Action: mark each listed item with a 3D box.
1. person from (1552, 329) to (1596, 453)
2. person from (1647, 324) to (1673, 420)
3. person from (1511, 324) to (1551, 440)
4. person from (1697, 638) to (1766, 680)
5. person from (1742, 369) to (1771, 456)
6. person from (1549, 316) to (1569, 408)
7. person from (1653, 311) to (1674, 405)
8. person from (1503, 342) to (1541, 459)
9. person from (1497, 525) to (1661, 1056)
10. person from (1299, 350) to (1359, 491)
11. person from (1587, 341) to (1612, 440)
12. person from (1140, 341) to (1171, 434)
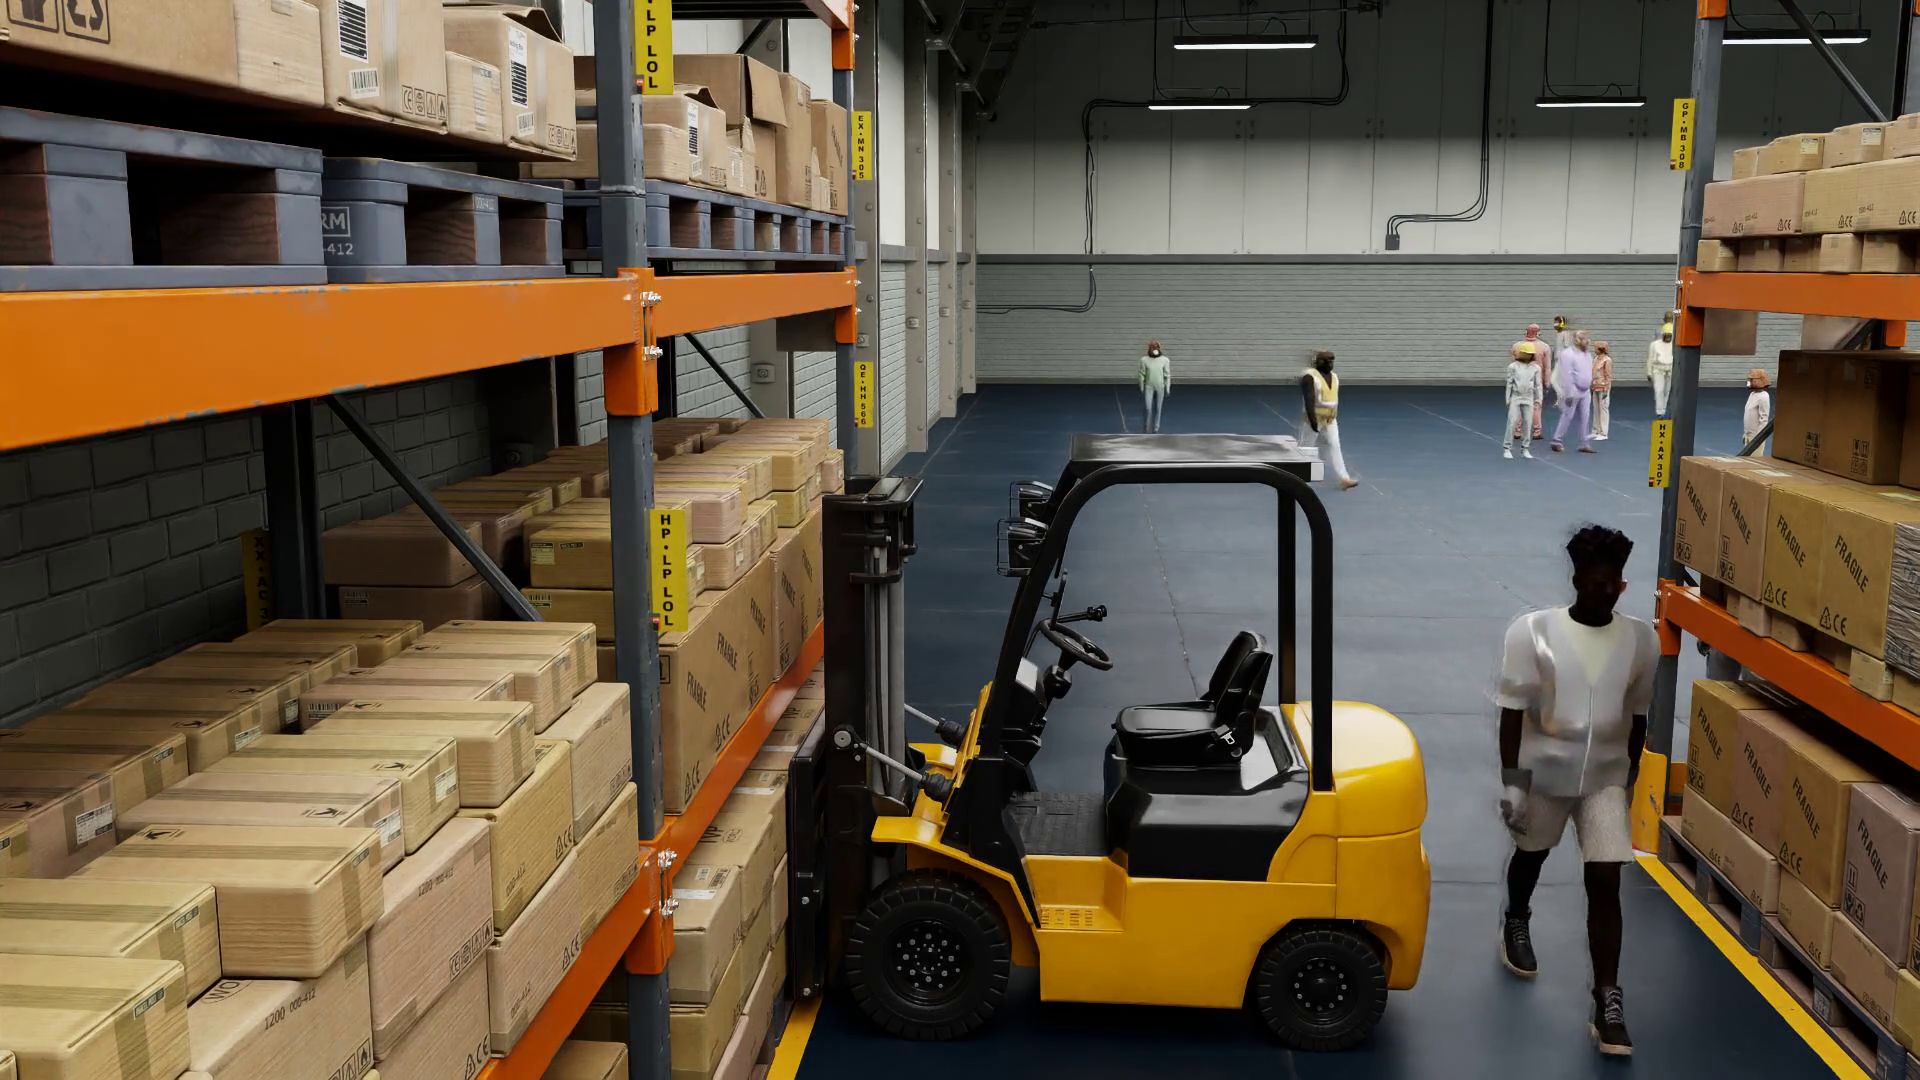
[{"bbox_3d":[9.464,-2.266,25.479,0.658,1.925,0.482,-5,11,-30],"label":"person"},{"bbox_3d":[12.989,-3.069,30.578,0.608,1.782,0.913,2,10,11],"label":"person"},{"bbox_3d":[9.410,-2.605,27.434,0.651,1.907,0.409,5,11,28],"label":"person"},{"bbox_3d":[4.258,0.541,9.055,0.322,1.689,0.545,-4,10,-21],"label":"person"},{"bbox_3d":[9.527,-1.236,19.961,0.286,1.633,0.500,1,9,6],"label":"person"},{"bbox_3d":[11.968,-3.547,33.302,0.444,1.854,0.525,1,9,4],"label":"person"},{"bbox_3d":[14.536,-3.728,34.160,0.627,1.935,0.371,-1,9,-4],"label":"person"},{"bbox_3d":[8.366,-2.072,24.719,0.497,1.739,0.313,0,9,-1],"label":"person"},{"bbox_3d":[2.337,0.874,6.369,0.615,1.916,1.045,1,9,5],"label":"person"},{"bbox_3d":[4.638,-1.521,21.217,0.629,1.790,0.970,-6,11,-31],"label":"person"},{"bbox_3d":[10.521,-2.451,27.318,0.315,1.637,0.514,-1,9,-4],"label":"person"},{"bbox_3d":[3.253,-2.508,27.714,0.503,1.613,0.563,0,9,2],"label":"person"}]
